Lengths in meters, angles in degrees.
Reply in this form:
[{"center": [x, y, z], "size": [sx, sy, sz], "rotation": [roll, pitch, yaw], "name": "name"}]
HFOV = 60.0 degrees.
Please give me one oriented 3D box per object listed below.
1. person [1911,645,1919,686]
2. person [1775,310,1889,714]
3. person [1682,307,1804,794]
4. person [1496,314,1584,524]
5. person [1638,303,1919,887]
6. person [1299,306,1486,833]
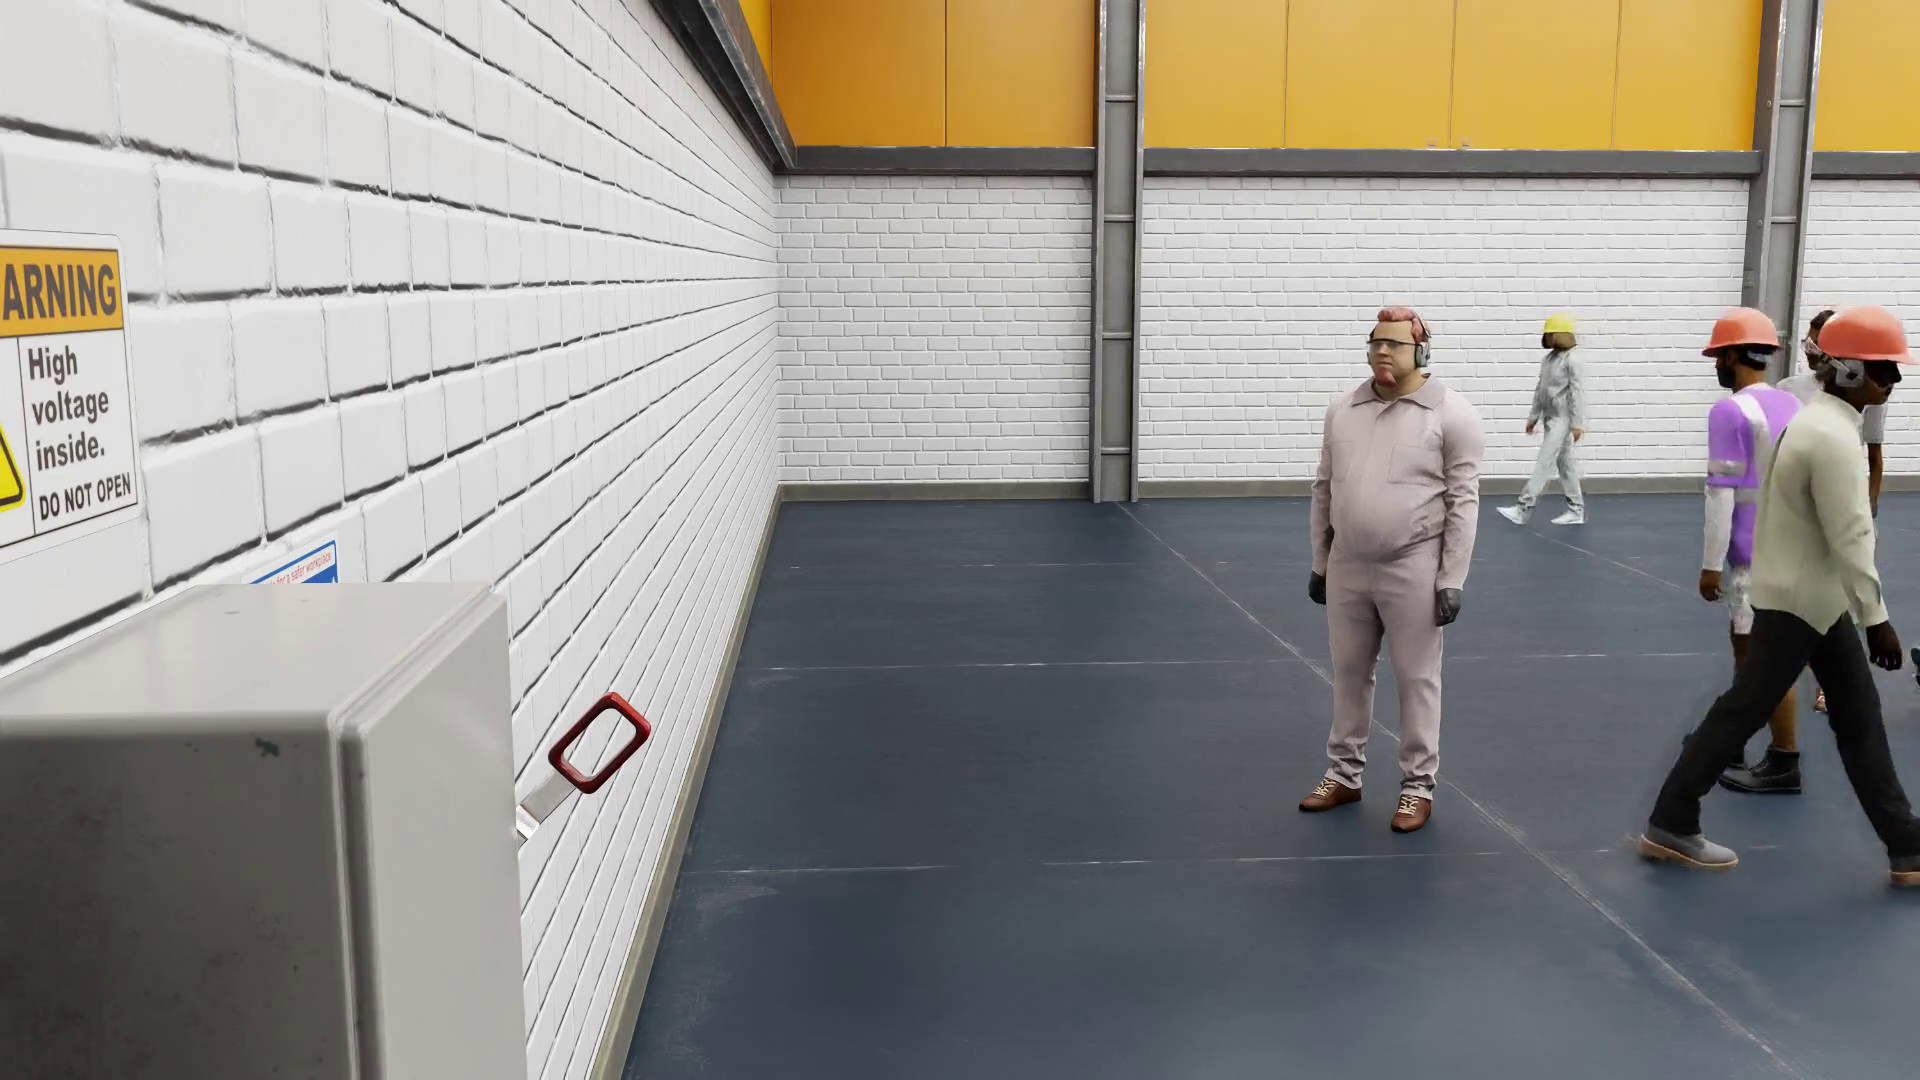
[{"center": [4.759, -0.156, 7.414], "size": [0.692, 2.018, 0.626], "rotation": [0, 9, -2], "name": "person"}, {"center": [3.989, -0.129, 7.720], "size": [0.514, 1.866, 0.332], "rotation": [8, 12, 40], "name": "person"}, {"center": [3.156, 0.042, 6.621], "size": [0.552, 1.900, 0.645], "rotation": [-7, 11, -37], "name": "person"}, {"center": [4.709, -0.956, 13.393], "size": [0.864, 1.698, 0.507], "rotation": [-1, 9, -9], "name": "person"}, {"center": [2.822, 0.196, 5.458], "size": [1.078, 1.927, 0.601], "rotation": [5, 10, 27], "name": "person"}, {"center": [1.564, 0.102, 6.124], "size": [0.642, 1.913, 0.409], "rotation": [8, 12, 40], "name": "person"}]
